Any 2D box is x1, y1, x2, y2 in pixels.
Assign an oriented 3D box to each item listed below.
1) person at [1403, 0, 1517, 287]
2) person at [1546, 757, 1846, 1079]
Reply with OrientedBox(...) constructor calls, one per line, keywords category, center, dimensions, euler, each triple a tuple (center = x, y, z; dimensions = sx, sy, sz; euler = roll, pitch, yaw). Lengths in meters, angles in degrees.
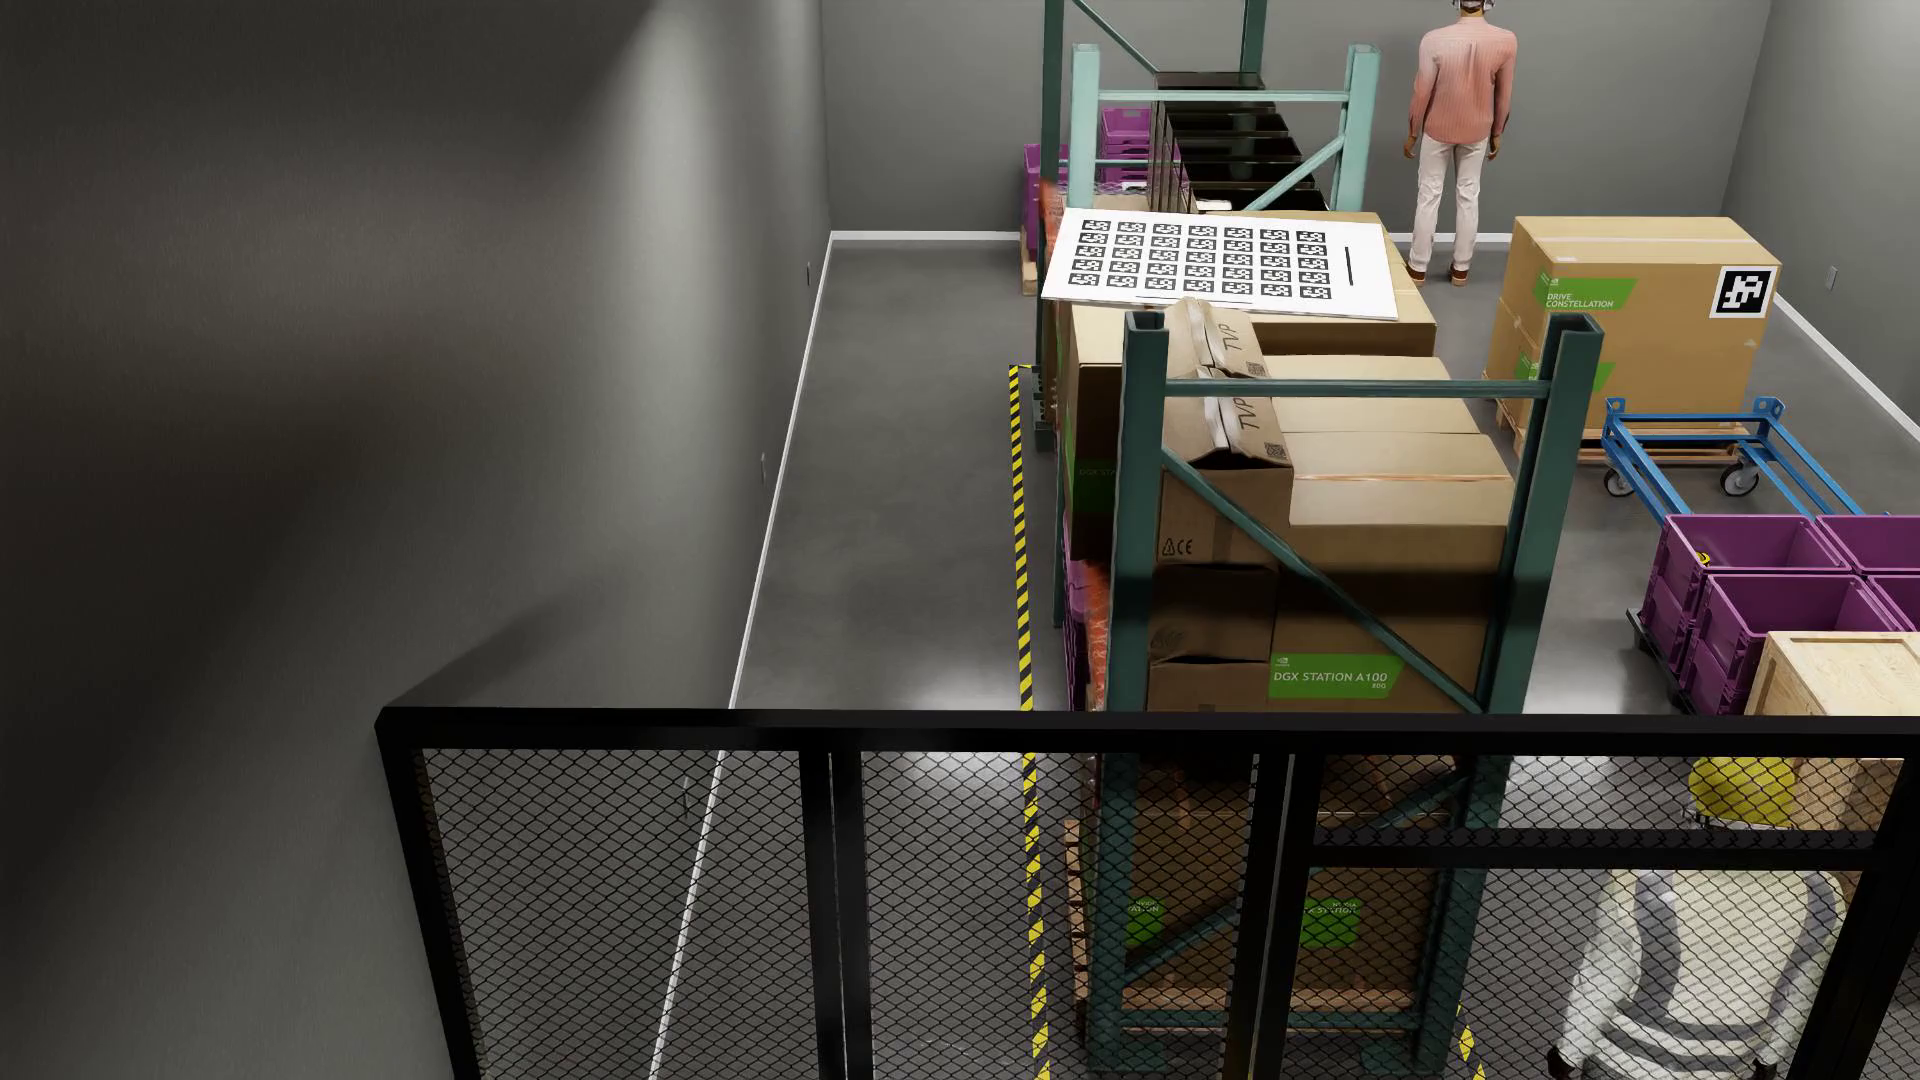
OrientedBox(category="person", center=(3.105, -2.575, 10.444), dimensions=(0.623, 1.986, 0.397), euler=(0, 31, 0))
OrientedBox(category="person", center=(1.808, 1.253, 4.235), dimensions=(0.600, 1.830, 0.403), euler=(0, 31, 0))
